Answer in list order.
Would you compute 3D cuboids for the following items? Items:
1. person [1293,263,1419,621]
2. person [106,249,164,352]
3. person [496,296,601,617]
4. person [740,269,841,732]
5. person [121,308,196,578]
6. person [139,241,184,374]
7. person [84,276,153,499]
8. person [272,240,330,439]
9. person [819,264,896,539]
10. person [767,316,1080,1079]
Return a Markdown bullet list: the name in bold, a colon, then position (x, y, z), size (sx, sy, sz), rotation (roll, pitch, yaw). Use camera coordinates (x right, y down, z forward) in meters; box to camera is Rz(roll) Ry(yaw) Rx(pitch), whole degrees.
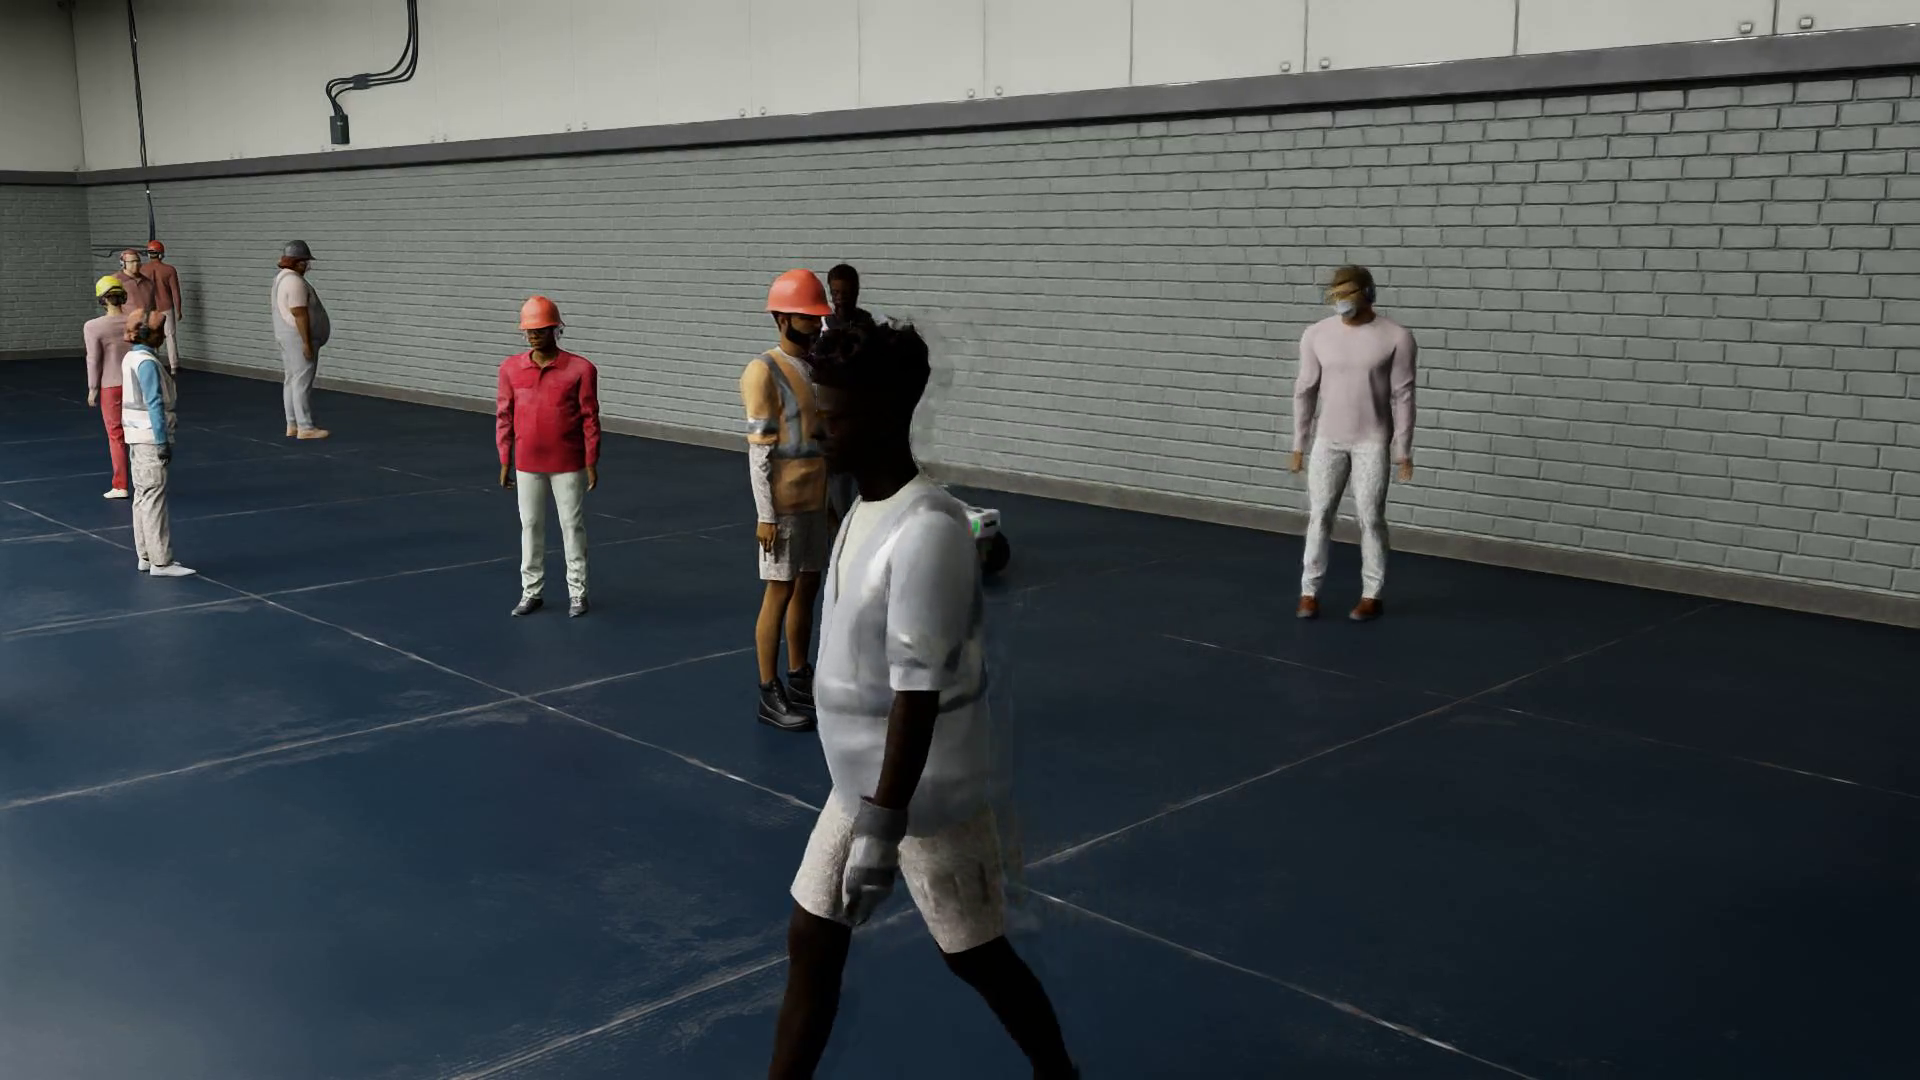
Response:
- **person**: position (2.125, -0.520, 8.982), size (0.659, 1.933, 0.410), rotation (5, 12, 26)
- **person**: position (-9.679, -2.447, 19.549), size (0.406, 1.911, 0.639), rotation (6, 12, 31)
- **person**: position (-2.247, -0.448, 9.068), size (0.572, 1.750, 0.330), rotation (0, 10, 2)
- **person**: position (-0.673, -0.170, 7.051), size (0.364, 1.935, 0.553), rotation (5, 12, 27)
- **person**: position (-4.935, -0.589, 10.155), size (0.310, 1.639, 0.514), rotation (-8, 13, -37)
- **person**: position (-12.000, -3.480, 24.947), size (0.622, 1.992, 0.395), rotation (-2, 11, -10)
- **person**: position (-6.638, -1.201, 13.166), size (0.324, 1.760, 0.523), rotation (8, 13, 38)
- **person**: position (-6.768, -2.072, 17.144), size (0.536, 2.000, 0.688), rotation (-8, 13, -36)
- **person**: position (-0.677, -0.715, 10.107), size (0.630, 1.899, 0.476), rotation (0, 10, 0)
- **person**: position (-0.121, 0.493, 3.504), size (1.011, 1.917, 0.627), rotation (-4, 11, -21)
